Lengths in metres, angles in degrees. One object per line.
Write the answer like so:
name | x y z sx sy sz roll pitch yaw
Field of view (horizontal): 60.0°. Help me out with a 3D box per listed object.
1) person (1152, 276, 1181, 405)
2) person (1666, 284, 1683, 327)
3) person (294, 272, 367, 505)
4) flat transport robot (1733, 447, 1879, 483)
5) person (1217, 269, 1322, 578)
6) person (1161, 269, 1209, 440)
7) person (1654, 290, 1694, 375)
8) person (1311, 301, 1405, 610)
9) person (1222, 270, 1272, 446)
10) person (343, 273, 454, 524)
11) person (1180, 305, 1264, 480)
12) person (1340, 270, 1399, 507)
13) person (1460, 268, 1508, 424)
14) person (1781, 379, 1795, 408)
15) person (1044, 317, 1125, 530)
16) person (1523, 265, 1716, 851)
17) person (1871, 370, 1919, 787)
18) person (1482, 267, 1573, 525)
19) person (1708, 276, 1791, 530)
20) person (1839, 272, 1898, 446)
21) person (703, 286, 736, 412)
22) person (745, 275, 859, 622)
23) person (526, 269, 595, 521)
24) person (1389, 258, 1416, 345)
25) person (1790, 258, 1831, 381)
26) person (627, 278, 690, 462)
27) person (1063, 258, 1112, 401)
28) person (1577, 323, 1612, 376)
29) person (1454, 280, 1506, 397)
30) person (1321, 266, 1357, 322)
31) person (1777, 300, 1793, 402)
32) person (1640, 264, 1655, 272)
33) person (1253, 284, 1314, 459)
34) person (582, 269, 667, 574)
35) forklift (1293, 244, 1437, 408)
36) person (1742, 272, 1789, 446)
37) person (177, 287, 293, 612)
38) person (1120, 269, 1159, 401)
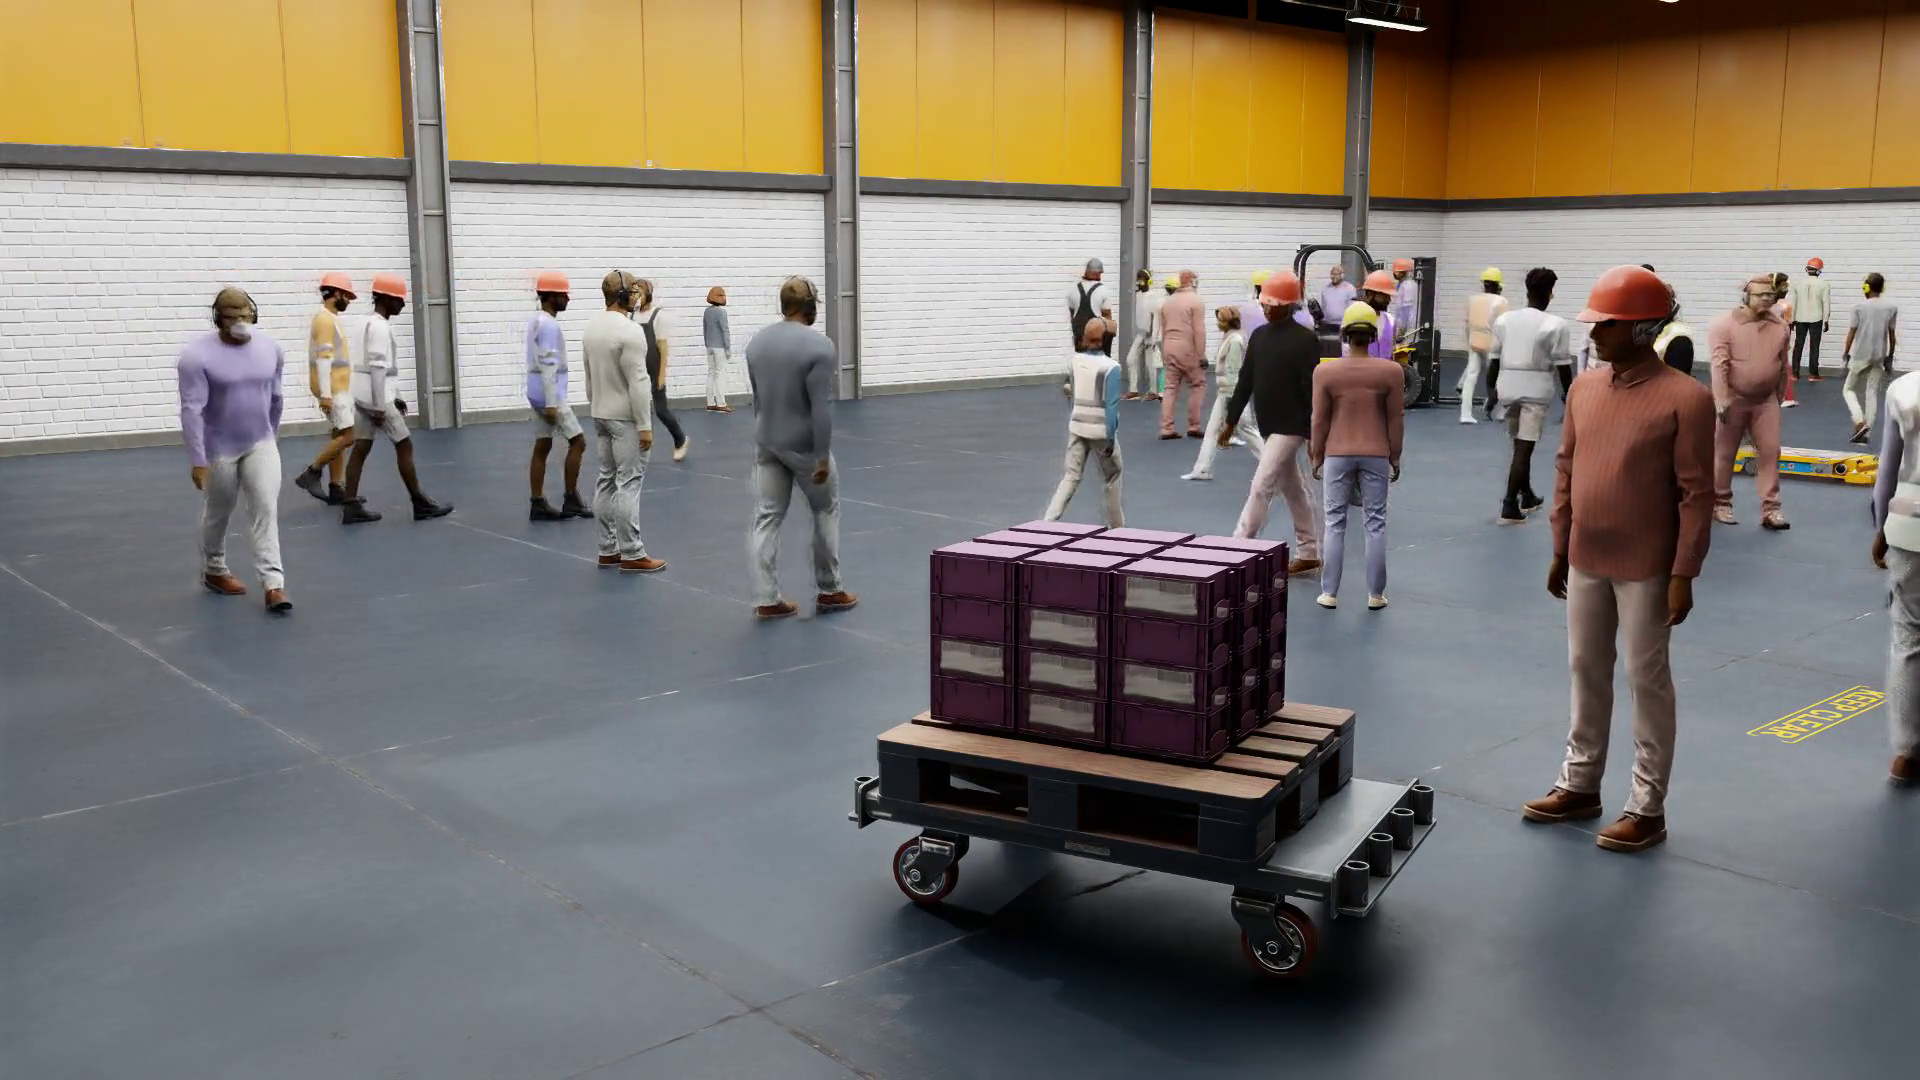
person | 2.862 -2.685 22.488 0.544 1.756 0.472 8 12 38
person | 10.453 -2.993 24.704 0.527 1.600 0.740 3 10 16
person | -5.073 -1.210 13.450 0.492 1.897 0.597 -3 10 -16
flat transport robot | 7.737 -0.709 15.266 0.652 0.197 1.431 -8 13 -41
person | 1.867 -0.683 10.239 1.035 1.924 0.648 -4 10 -20
person | 2.513 -2.044 18.393 0.719 1.869 0.682 -7 12 -34
person | 4.845 -0.868 11.647 0.510 1.826 0.645 -3 10 -15
person | 2.265 -0.473 9.514 0.524 1.769 0.309 2 10 10
person | 3.210 -1.932 17.736 0.980 1.871 0.604 -4 10 -22
person | -4.322 -1.073 12.652 0.902 1.884 0.579 -6 11 -32
person | 2.470 -1.302 14.880 0.865 1.594 0.530 -1 10 -3
person | 3.293 -1.217 13.446 0.573 1.918 0.435 -4 10 -20
person | 6.393 -2.344 20.134 0.973 1.871 0.613 -8 12 -38
person | 10.754 -2.613 22.194 0.894 1.716 0.534 1 10 9
person | 0.883 -0.741 11.534 0.789 1.612 0.512 -9 13 -42
person | 2.262 0.063 5.710 0.393 1.990 0.617 -5 11 -26
person | 3.761 0.000 6.297 0.625 1.924 0.445 9 13 43
person | 4.406 -1.102 12.693 0.904 1.926 0.643 -8 12 -38
person | 5.891 -1.006 12.328 0.657 1.882 0.780 0 10 0
person | 9.695 -1.926 17.781 0.579 1.844 0.401 1 10 4
person | -3.144 -2.474 21.615 0.277 1.633 0.507 -9 13 -41
person | -0.887 -0.517 9.340 0.650 1.907 0.800 6 11 31
person | -3.021 -1.095 12.704 0.679 1.915 0.581 -4 11 -24
person | 7.158 -3.503 26.642 0.981 1.996 0.612 -1 10 -7
person | 13.804 -3.575 27.001 0.381 1.994 0.622 -9 13 -41
person | -2.974 -1.615 16.058 0.516 1.822 0.818 5 11 25
person | 1.806 -2.928 23.081 0.694 2.000 0.872 6 11 32
person | 6.289 -1.589 15.995 0.879 1.802 0.643 -10 14 -44
person | 7.483 -2.885 23.598 0.921 1.789 0.599 4 10 20
person | 6.294 -3.634 27.783 0.647 1.858 1.033 6 12 33
person | 11.269 -2.757 23.087 0.316 1.696 0.541 -9 13 -41
person | 9.299 -2.785 22.608 0.371 1.915 0.597 -9 13 -41
person | 3.087 -1.577 15.954 0.554 1.789 1.021 7 12 34
person | -2.159 -0.752 10.638 0.363 1.939 0.636 -9 13 -41
forklift | 5.256 -2.933 22.661 2.313 2.155 1.214 3 10 16
person | 8.521 -1.899 17.609 0.455 1.854 0.545 6 12 33
person | -4.197 -0.526 9.605 0.636 1.855 1.105 -9 13 -43
person | 2.507 -2.831 23.119 0.693 1.831 0.551 -6 11 -30
